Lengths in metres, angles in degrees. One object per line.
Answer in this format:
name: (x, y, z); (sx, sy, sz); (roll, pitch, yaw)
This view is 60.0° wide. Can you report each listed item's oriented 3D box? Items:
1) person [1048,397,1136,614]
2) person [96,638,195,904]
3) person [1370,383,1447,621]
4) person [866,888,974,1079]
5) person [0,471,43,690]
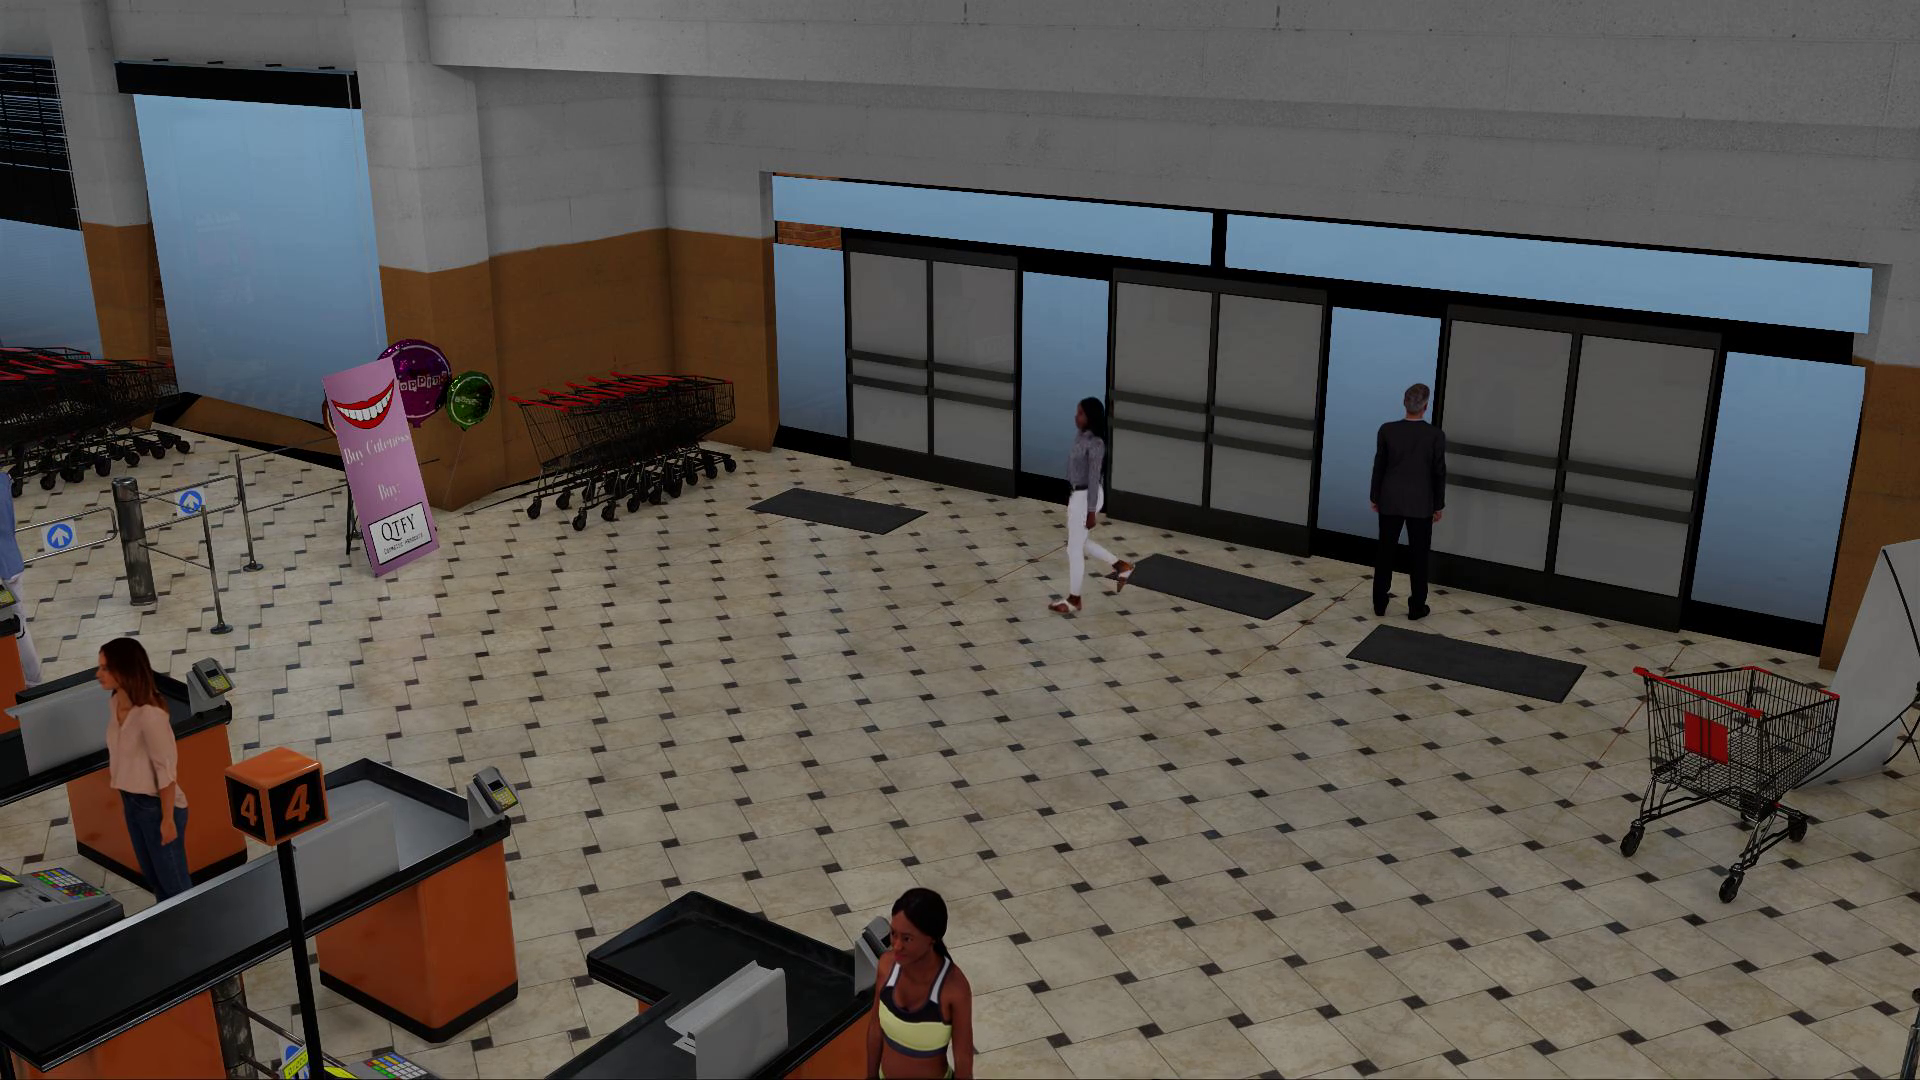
person: (1.038, -0.267, 12.816); (1.017, 1.707, 0.967); (-3, 19, -9)
person: (-3.892, 1.297, 8.046); (0.611, 1.792, 0.554); (16, 24, 39)
person: (3.415, -0.301, 12.711); (0.772, 1.840, 0.663); (8, 20, 22)
person: (-0.138, 2.019, 5.962); (0.574, 1.754, 0.525); (11, 21, 28)
person: (-6.504, 0.180, 11.206); (0.803, 1.888, 0.707); (0, 19, 0)
